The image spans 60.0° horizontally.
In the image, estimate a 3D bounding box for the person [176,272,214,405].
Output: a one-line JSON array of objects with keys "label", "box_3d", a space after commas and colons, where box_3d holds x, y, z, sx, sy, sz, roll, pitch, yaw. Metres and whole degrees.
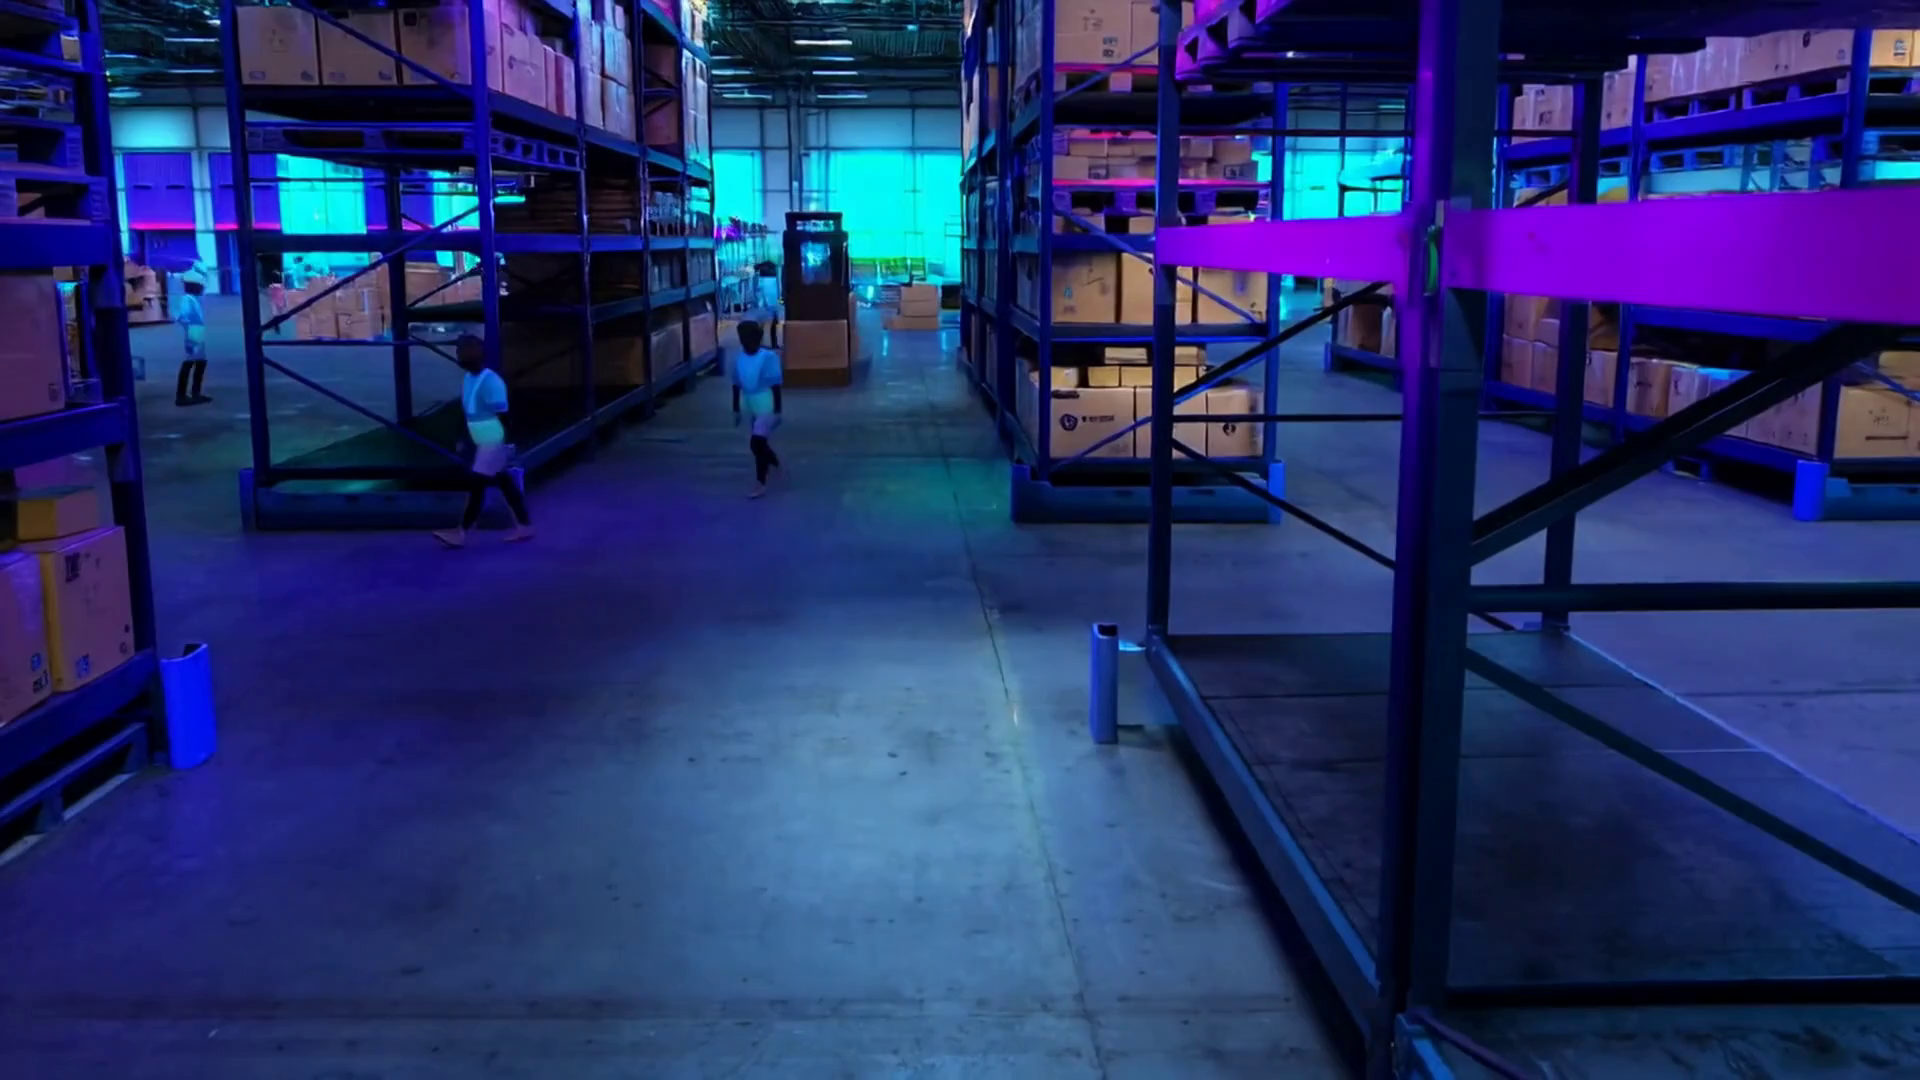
[{"label": "person", "box_3d": [-11.088, -2.901, 24.002, 0.606, 1.897, 0.633, -4, 11, -21]}]

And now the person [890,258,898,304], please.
[{"label": "person", "box_3d": [-2.508, -9.821, 63.004, 0.315, 1.741, 0.494, 0, 10, -2]}]

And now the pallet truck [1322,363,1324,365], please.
[{"label": "pallet truck", "box_3d": [7.712, -4.157, 30.737, 1.885, 1.965, 0.823, 3, 11, 16]}]

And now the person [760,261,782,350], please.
[{"label": "person", "box_3d": [-4.238, -5.099, 36.181, 0.805, 1.938, 0.610, 4, 11, 23]}]

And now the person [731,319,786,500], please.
[{"label": "person", "box_3d": [-1.809, -1.221, 15.333, 0.539, 1.664, 0.633, 6, 12, 29]}]

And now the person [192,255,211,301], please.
[{"label": "person", "box_3d": [-30.404, -10.498, 66.600, 0.890, 1.816, 0.620, 10, 14, 44]}]

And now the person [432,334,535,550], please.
[{"label": "person", "box_3d": [-3.662, -0.752, 12.739, 0.871, 1.636, 0.539, -7, 13, -36]}]

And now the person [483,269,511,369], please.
[{"label": "person", "box_3d": [-8.229, -3.913, 29.673, 0.591, 1.893, 0.866, 2, 10, 9]}]

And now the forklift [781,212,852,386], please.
[{"label": "forklift", "box_3d": [-2.369, -3.988, 27.339, 1.129, 2.768, 1.873, 0, 10, -2]}]

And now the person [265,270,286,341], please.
[{"label": "person", "box_3d": [-16.238, -5.547, 39.353, 0.471, 1.687, 0.538, 0, 10, 2]}]

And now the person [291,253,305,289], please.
[{"label": "person", "box_3d": [-25.010, -9.888, 62.900, 0.519, 1.910, 0.613, 5, 11, 25]}]

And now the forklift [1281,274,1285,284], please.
[{"label": "forklift", "box_3d": [12.240, -10.302, 62.509, 1.129, 2.768, 1.873, 0, 10, -2]}]

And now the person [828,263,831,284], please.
[{"label": "person", "box_3d": [-4.827, -9.727, 62.260, 0.697, 1.825, 0.521, -8, 13, -37]}]
